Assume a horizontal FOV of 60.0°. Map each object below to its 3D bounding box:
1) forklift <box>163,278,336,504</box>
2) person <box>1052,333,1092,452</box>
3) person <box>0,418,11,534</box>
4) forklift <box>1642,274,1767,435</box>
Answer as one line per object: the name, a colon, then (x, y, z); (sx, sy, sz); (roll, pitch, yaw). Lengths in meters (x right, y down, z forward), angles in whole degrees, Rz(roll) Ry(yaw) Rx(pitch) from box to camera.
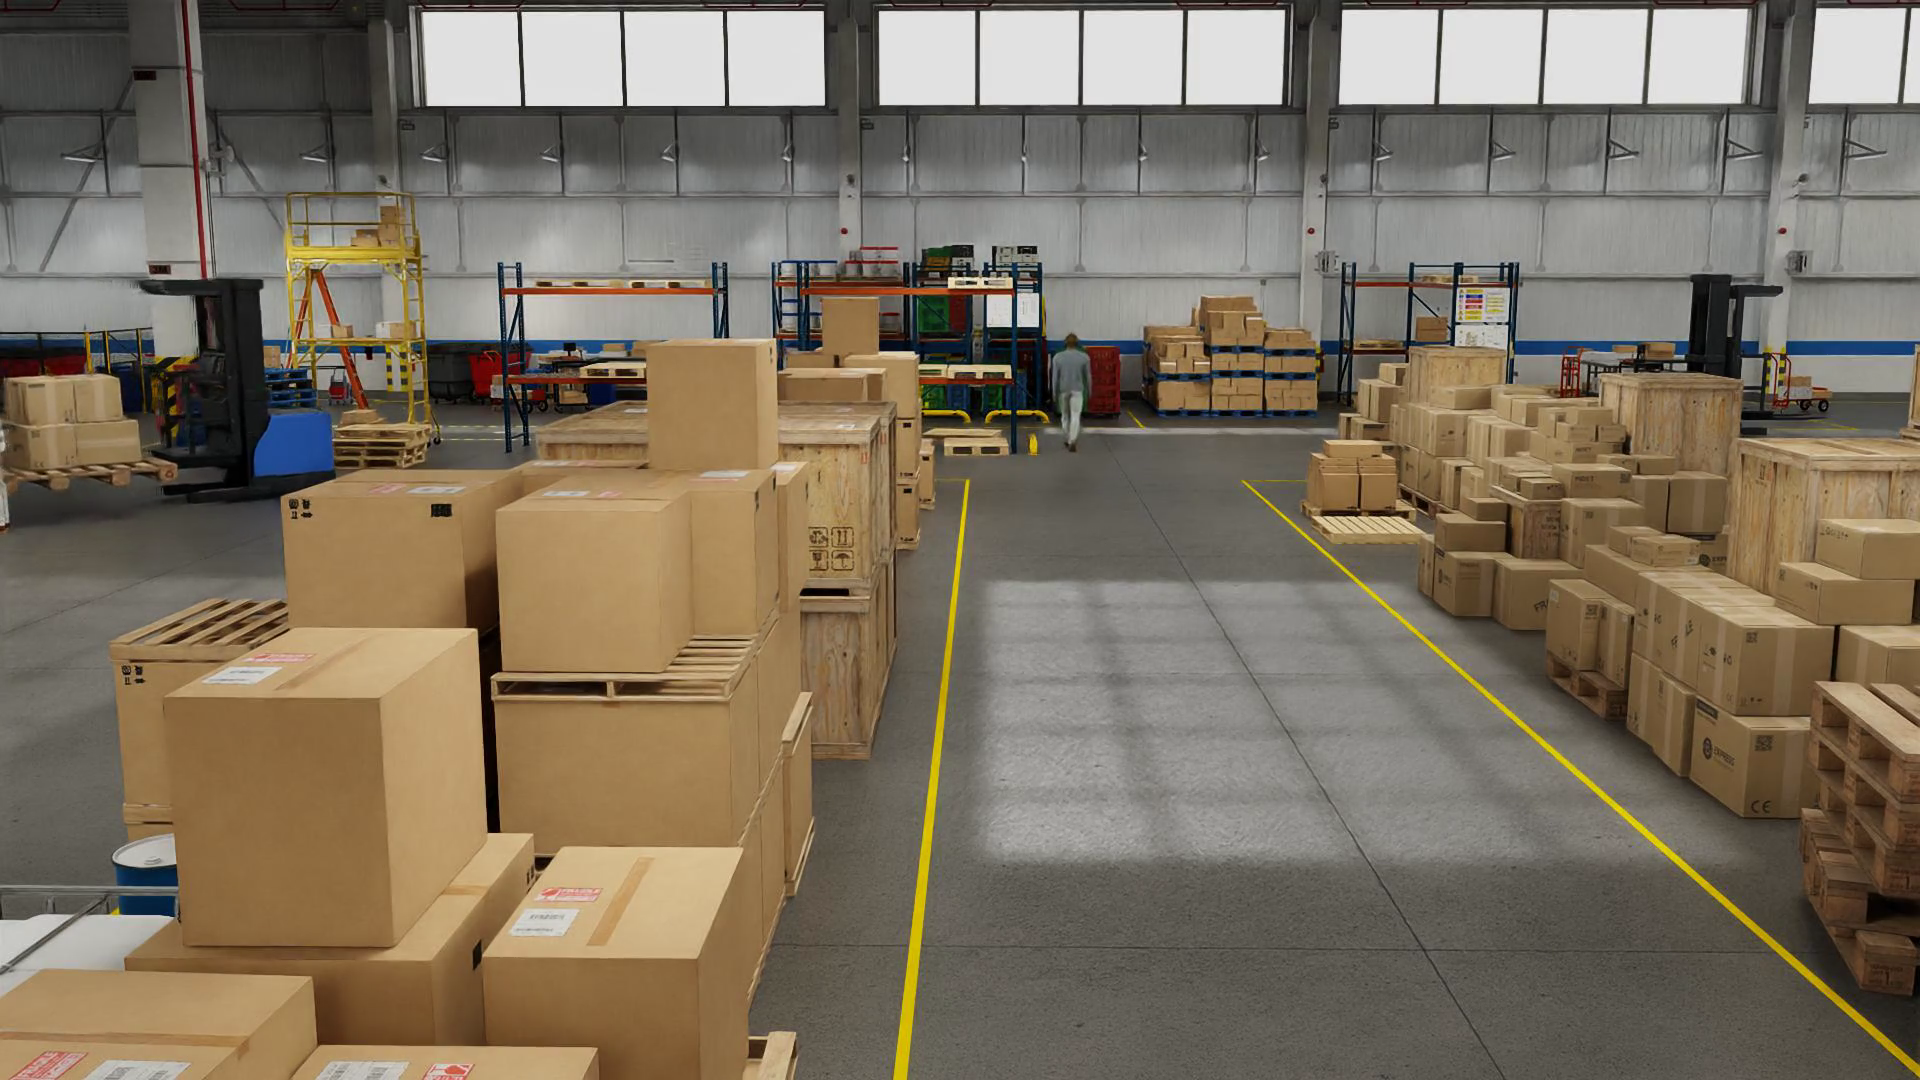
forklift: (-9.217, -1.973, 21.451); (1.873, 2.768, 1.129); (-8, 12, -40)
person: (1.801, -2.385, 26.859); (0.642, 1.908, 0.936); (1, 10, 4)
person: (-10.884, -0.997, 18.611); (0.343, 1.881, 0.580); (-4, 10, -20)
forklift: (13.101, -3.274, 29.247); (1.873, 2.768, 1.129); (0, 9, 1)
